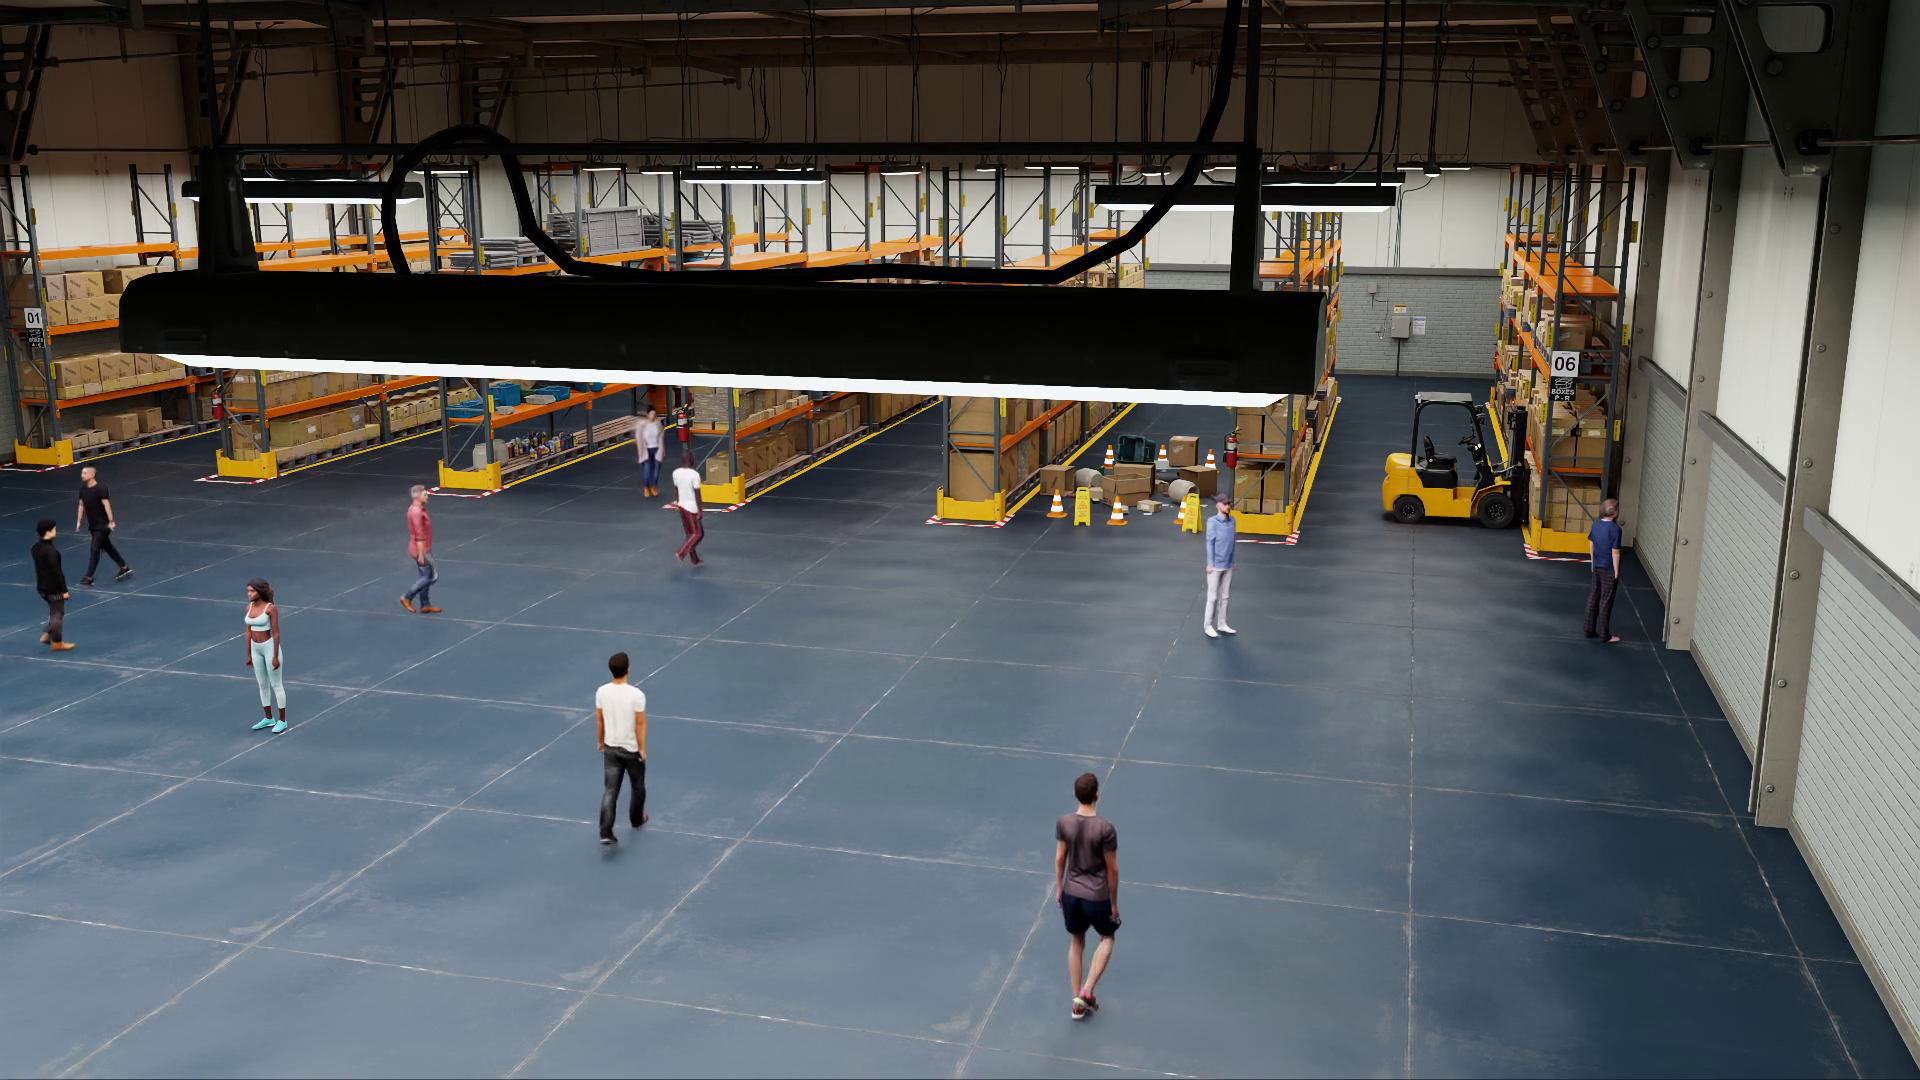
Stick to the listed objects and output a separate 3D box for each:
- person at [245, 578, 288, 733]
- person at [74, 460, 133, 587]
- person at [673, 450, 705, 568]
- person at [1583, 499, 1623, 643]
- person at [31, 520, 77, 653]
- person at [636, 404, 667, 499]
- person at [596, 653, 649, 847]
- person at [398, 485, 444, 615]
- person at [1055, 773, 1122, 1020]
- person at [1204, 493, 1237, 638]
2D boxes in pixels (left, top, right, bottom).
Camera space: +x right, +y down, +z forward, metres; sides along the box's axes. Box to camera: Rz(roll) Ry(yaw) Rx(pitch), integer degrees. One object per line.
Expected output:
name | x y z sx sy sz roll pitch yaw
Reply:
person | -7.604 1.251 18.214 0.583 1.724 0.542 5 14 19
person | -12.624 -0.260 24.523 0.901 1.823 1.237 7 15 29
person | -4.166 -0.447 25.337 0.865 1.819 1.051 9 16 33
person | 8.393 0.382 21.647 0.798 1.870 0.695 -5 14 -20
person | -11.592 0.590 21.082 0.769 1.719 0.761 10 16 36
person | -5.744 -1.664 30.799 0.838 1.727 0.897 -7 15 -29
person | -3.119 1.933 15.168 0.725 1.771 1.136 2 13 8
person | -7.467 0.151 22.761 0.967 1.816 0.917 -5 14 -20
person | 0.891 2.621 12.043 0.717 1.841 0.721 6 14 24
person | 3.433 0.309 21.921 0.736 1.888 0.801 -8 15 -31
